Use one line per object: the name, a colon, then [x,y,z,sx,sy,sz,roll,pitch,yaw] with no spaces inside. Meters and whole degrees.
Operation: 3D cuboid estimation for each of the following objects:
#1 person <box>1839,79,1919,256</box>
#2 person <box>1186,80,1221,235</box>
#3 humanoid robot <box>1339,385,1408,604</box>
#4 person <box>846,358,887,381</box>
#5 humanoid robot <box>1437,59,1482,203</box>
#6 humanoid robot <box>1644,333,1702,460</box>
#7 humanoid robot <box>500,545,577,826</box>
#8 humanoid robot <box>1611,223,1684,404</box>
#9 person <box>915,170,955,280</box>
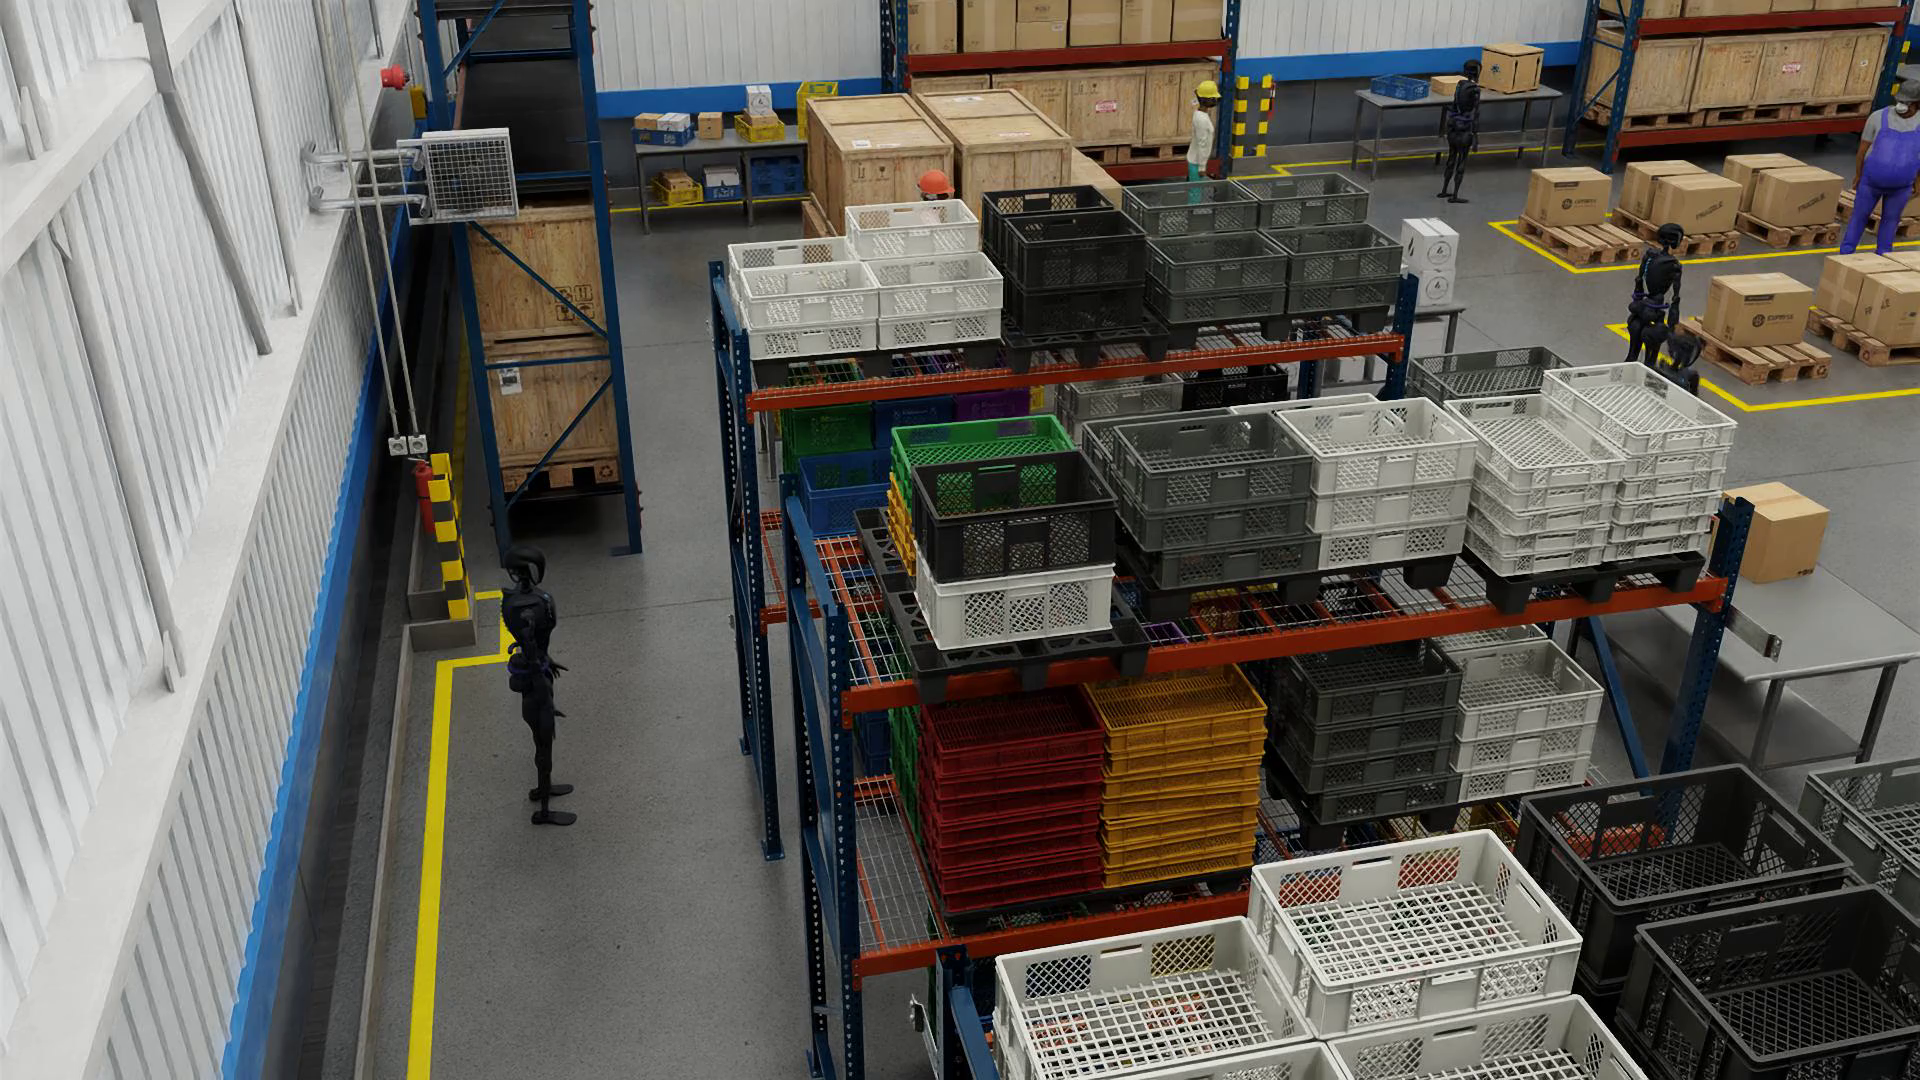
person: [9.678,-3.781,17.321,0.680,2.000,0.537,13,30,22]
person: [2.661,-4.178,18.365,0.326,1.768,0.524,2,28,4]
humanoid robot: [2.793,-0.275,11.042,0.313,1.657,0.614,-6,28,-12]
person: [-0.610,-0.722,11.639,0.372,1.925,0.593,-6,28,-12]
humanoid robot: [5.976,-4.868,19.756,0.313,1.657,0.614,-6,28,-12]
humanoid robot: [4.952,-0.672,11.832,0.608,1.631,0.392,-10,29,-18]
humanoid robot: [-2.289,0.769,9.062,0.313,1.657,0.614,-6,28,-12]
humanoid robot: [5.859,-1.878,14.084,0.313,1.657,0.614,-6,28,-12]
person: [-0.234,-2.222,14.413,0.387,1.992,0.623,-6,28,-12]
